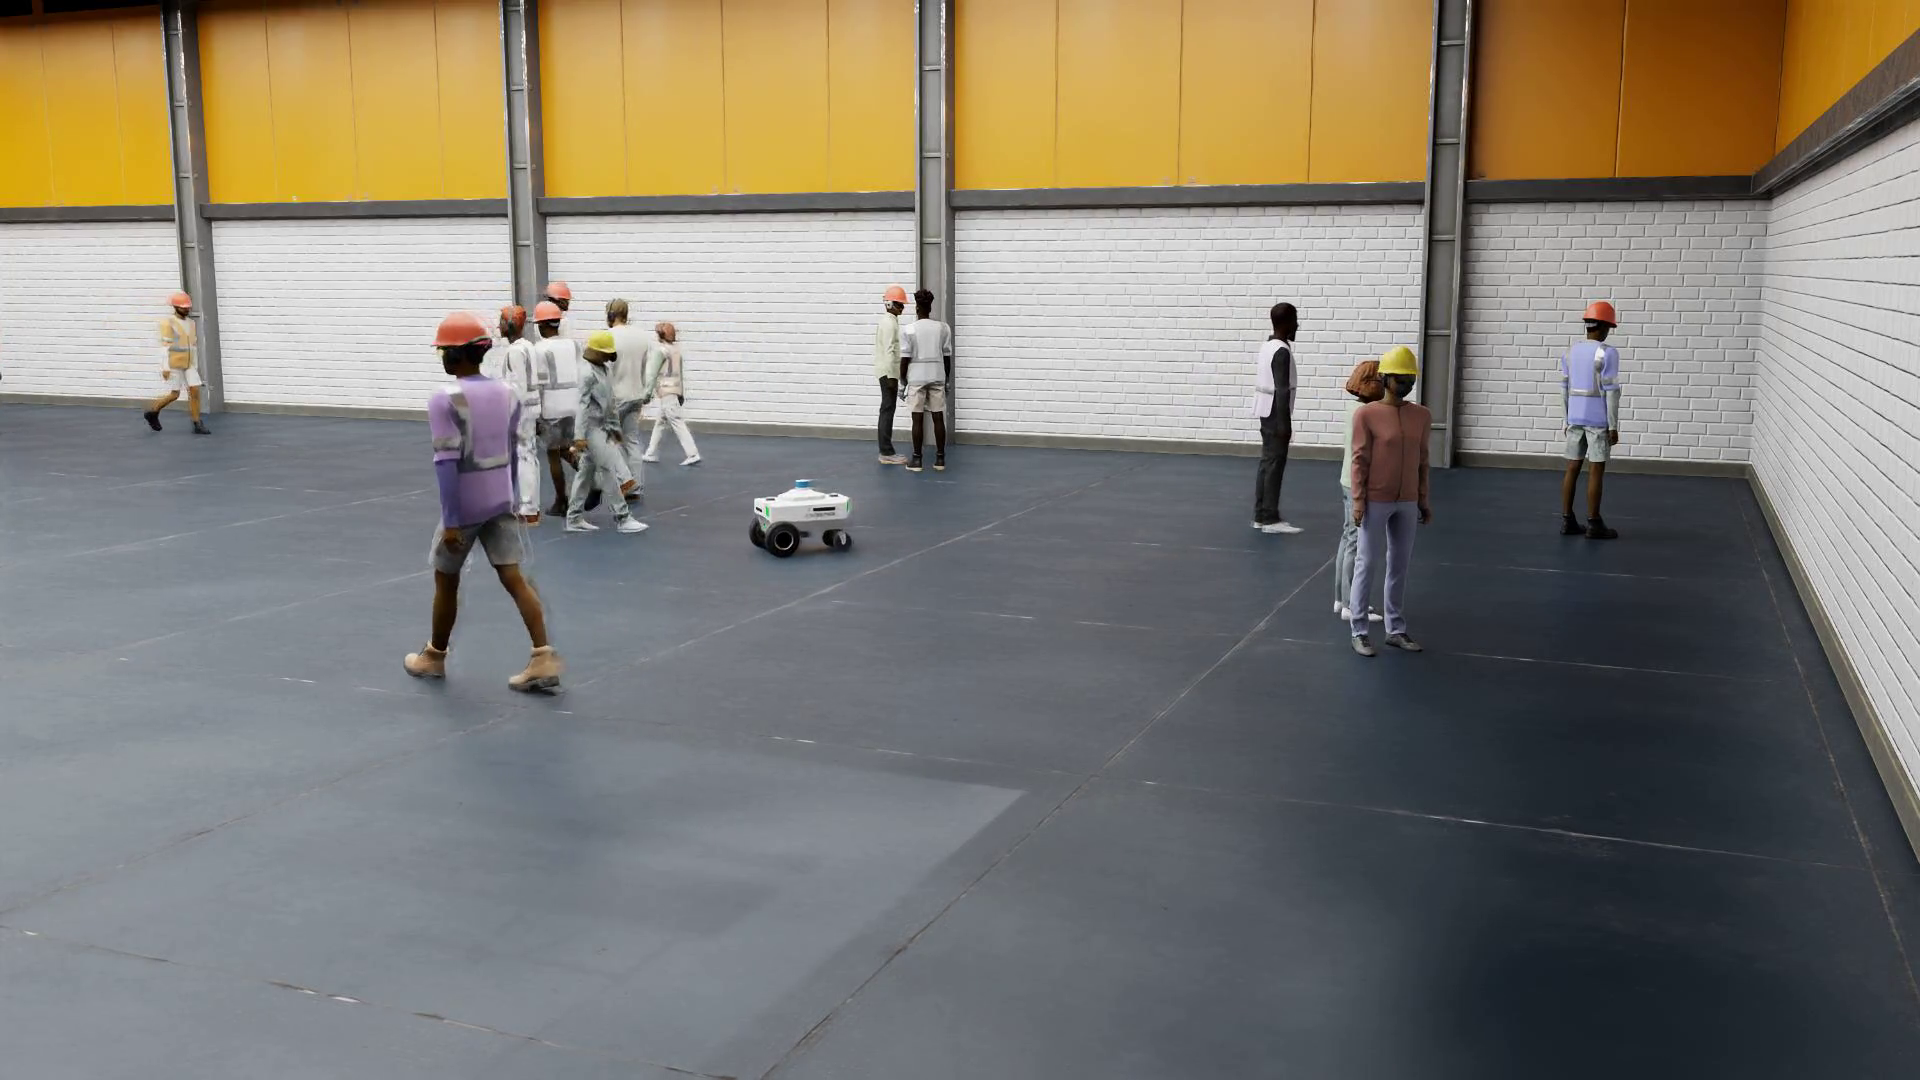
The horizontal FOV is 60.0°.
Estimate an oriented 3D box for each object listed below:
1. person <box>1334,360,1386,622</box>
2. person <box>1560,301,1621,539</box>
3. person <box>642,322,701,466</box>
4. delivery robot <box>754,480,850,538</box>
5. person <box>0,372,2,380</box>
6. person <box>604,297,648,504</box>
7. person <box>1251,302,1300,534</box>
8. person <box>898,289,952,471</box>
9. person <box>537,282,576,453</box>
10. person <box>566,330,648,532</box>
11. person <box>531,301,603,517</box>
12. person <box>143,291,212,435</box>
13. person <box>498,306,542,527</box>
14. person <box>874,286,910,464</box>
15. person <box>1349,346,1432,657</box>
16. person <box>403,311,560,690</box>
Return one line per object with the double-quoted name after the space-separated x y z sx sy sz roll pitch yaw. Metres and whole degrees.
2.535 -0.313 10.469 0.268 1.632 0.507 1 9 4 "person"
5.159 -0.974 13.577 0.366 1.931 0.542 -5 11 -30 "person"
-3.251 -1.625 18.531 0.859 1.598 0.512 2 10 14 "person"
-1.222 -0.225 12.915 0.707 0.478 0.477 -4 10 -23 "delivery robot"
-12.945 -2.194 21.916 0.531 1.620 0.576 0 9 1 "person"
-3.157 -1.283 15.458 0.445 1.922 0.657 6 11 31 "person"
2.629 -1.017 13.872 0.374 1.916 0.595 0 9 -2 "person"
-0.379 -1.726 18.021 0.601 1.967 0.369 -3 10 -19 "person"
-4.697 -2.016 19.606 0.468 2.022 0.632 -9 13 -42 "person"
-2.937 -0.889 13.760 0.802 1.683 0.574 1 9 6 "person"
-3.496 -1.135 14.600 0.578 1.913 0.563 7 11 35 "person"
-10.323 -2.323 21.882 0.832 1.901 0.586 3 10 19 "person"
-3.758 -1.051 14.187 0.355 1.883 0.572 -1 9 -6 "person"
-0.762 -1.856 18.747 0.401 1.987 0.612 -1 9 -3 "person"
2.462 -0.221 9.507 0.525 1.771 0.305 -4 10 -21 "person"
-2.525 -0.196 8.704 1.080 1.991 0.624 6 11 31 "person"
